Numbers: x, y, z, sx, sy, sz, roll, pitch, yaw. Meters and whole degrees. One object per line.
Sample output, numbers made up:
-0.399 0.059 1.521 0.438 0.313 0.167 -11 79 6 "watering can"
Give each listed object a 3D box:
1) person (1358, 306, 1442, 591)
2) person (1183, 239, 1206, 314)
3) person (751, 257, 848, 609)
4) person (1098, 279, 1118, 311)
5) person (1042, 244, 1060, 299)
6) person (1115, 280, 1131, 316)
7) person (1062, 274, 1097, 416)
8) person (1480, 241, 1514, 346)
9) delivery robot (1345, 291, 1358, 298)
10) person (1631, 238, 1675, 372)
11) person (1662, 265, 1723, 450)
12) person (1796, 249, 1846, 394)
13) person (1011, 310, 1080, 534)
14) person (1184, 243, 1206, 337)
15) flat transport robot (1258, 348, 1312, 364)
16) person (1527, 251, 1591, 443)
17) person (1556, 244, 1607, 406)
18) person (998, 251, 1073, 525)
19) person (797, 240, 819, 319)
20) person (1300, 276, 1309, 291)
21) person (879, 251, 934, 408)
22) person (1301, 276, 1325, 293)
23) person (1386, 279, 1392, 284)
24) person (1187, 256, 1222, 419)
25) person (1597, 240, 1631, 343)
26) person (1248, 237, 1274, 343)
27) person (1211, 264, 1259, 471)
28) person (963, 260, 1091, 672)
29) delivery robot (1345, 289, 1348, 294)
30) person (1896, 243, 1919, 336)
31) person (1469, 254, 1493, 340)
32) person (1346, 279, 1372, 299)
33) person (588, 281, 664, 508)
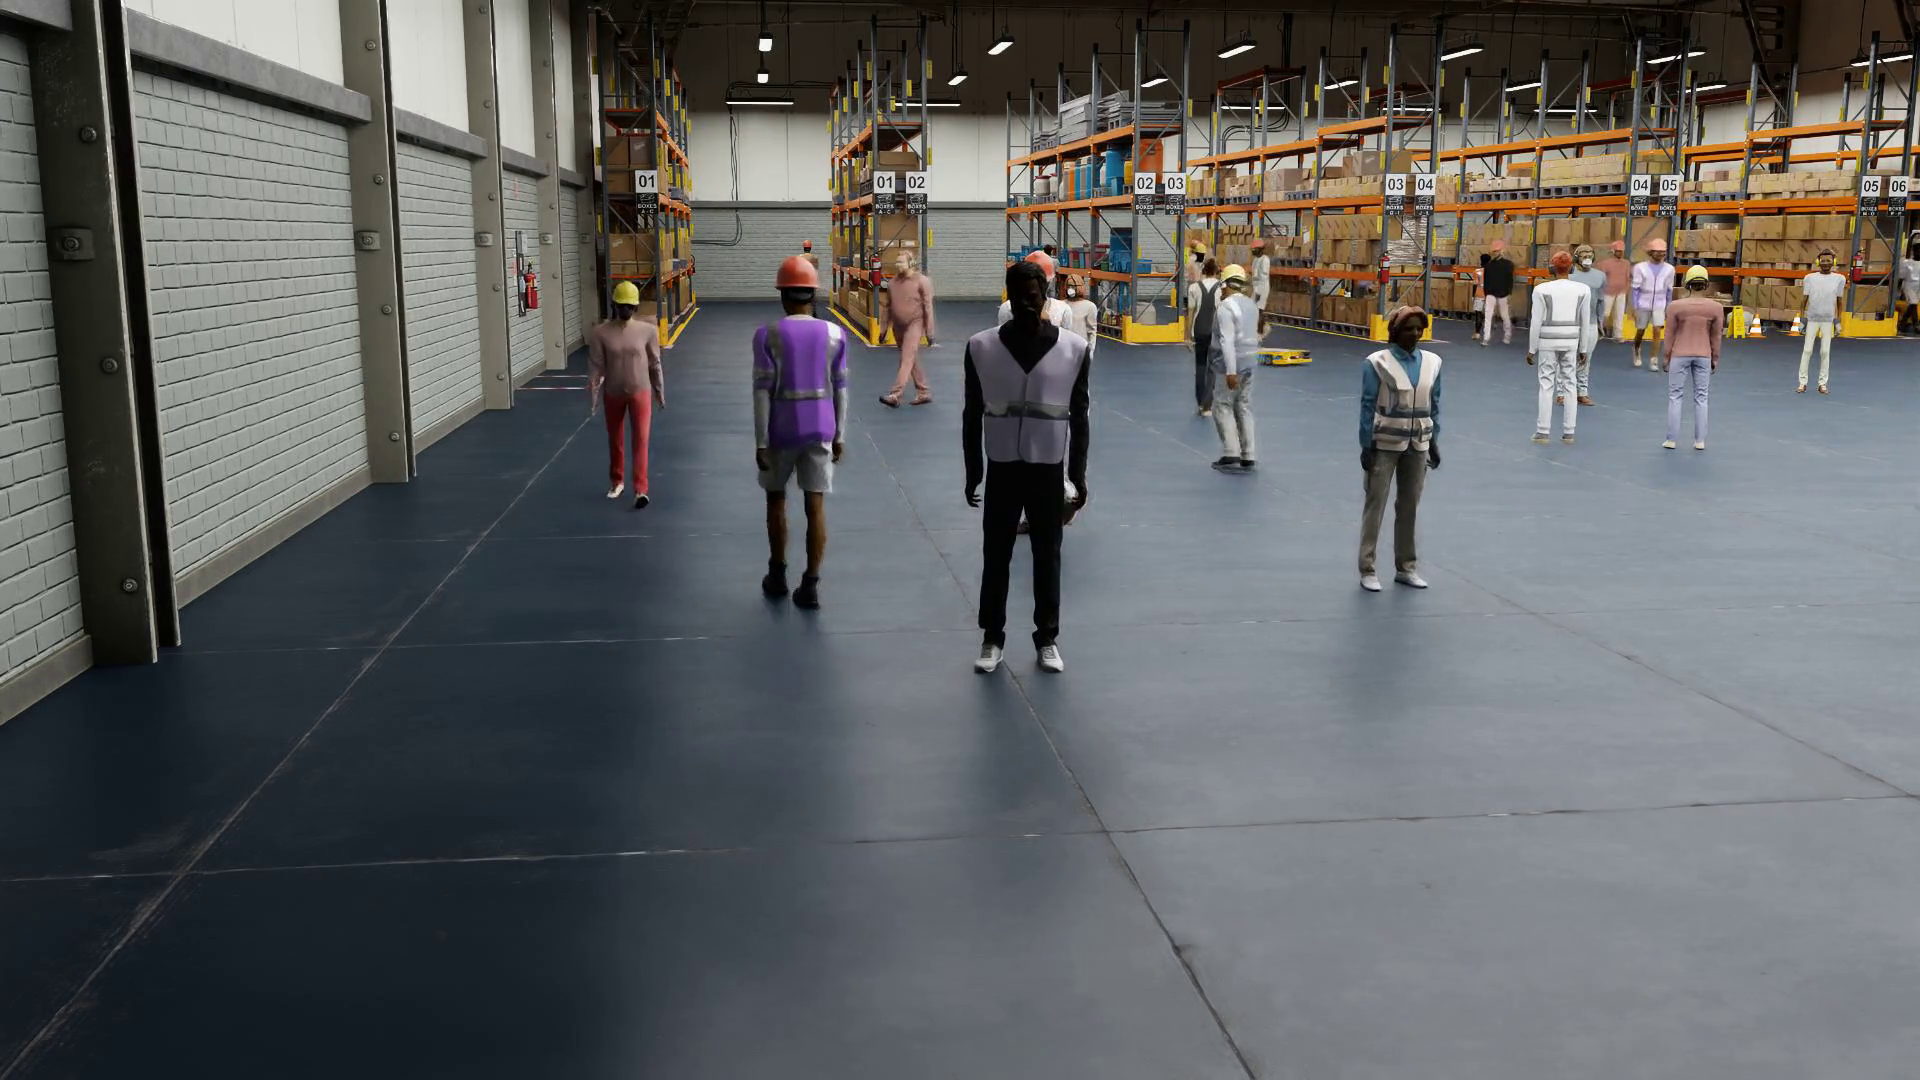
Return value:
2.525 -0.523 9.566 0.522 1.636 0.310 -3 11 -16 "person"
5.053 -5.452 35.676 0.615 1.970 0.596 -1 10 -4 "person"
-0.914 -0.605 9.267 0.562 1.906 0.785 -4 11 -20 "person"
3.863 -6.714 42.950 0.626 1.844 0.429 0 10 0 "person"
1.905 -5.464 36.037 0.518 1.865 0.326 -2 11 -11 "person"
4.220 -6.625 42.486 0.564 1.837 0.389 3 11 15 "person"
1.201 -1.988 17.609 0.500 1.633 0.285 5 11 25 "person"
10.143 -4.645 31.281 0.607 1.963 0.945 8 13 38 "person"
10.837 -6.668 45.965 0.477 0.478 0.707 -1 10 -7 "delivery robot"
10.521 -3.586 25.329 0.604 2.020 0.903 2 11 13 "person"
6.991 -1.740 15.915 0.518 1.756 0.346 2 10 9 "person"
11.166 -2.832 21.590 0.508 1.872 0.328 4 11 22 "person"
0.567 -0.823 11.299 0.457 1.605 0.527 -2 11 -13 "person"
4.695 -4.926 32.987 0.600 1.901 0.738 -3 11 -15 "person"
4.874 -2.965 26.705 0.652 0.197 1.431 -10 14 -43 "flat transport robot"
5.886 -1.888 16.372 0.584 1.882 0.337 0 10 1 "person"
7.450 -2.577 19.998 0.637 1.938 0.355 -1 10 -8 "person"
0.532 -1.058 11.707 0.543 1.928 0.374 -1 10 -8 "person"
-3.767 -6.441 41.190 0.553 1.933 0.369 -1 10 -6 "person"
9.588 -7.386 46.704 0.640 1.823 0.452 4 11 19 "person"
-0.684 -2.508 19.859 0.663 1.849 1.008 9 13 40 "person"
9.295 -6.900 43.729 0.560 1.927 0.452 -2 10 -9 "person"
12.284 -7.650 48.038 0.510 1.860 0.334 -5 11 -24 "person"
2.852 -2.297 18.816 0.522 1.802 0.905 4 11 19 "person"
12.567 -4.785 32.036 0.624 1.969 0.816 -1 10 -6 "person"
5.716 -4.741 31.656 0.537 2.020 0.604 -3 11 -16 "person"
2.403 -1.495 14.475 0.520 1.790 0.614 9 14 42 "person"
0.309 -0.336 7.773 0.590 1.918 0.389 0 10 3 "person"
11.530 -7.268 49.254 0.707 0.478 0.477 -6 12 -30 "delivery robot"
19.696 -5.169 34.329 0.637 1.906 1.031 -1 10 -4 "person"
10.328 -4.792 32.828 0.568 1.697 0.363 -3 11 -13 "person"
9.204 -5.884 38.228 0.599 1.904 0.707 -2 11 -11 "person"
-2.535 -1.104 12.614 0.542 1.694 1.021 -1 10 -8 "person"
